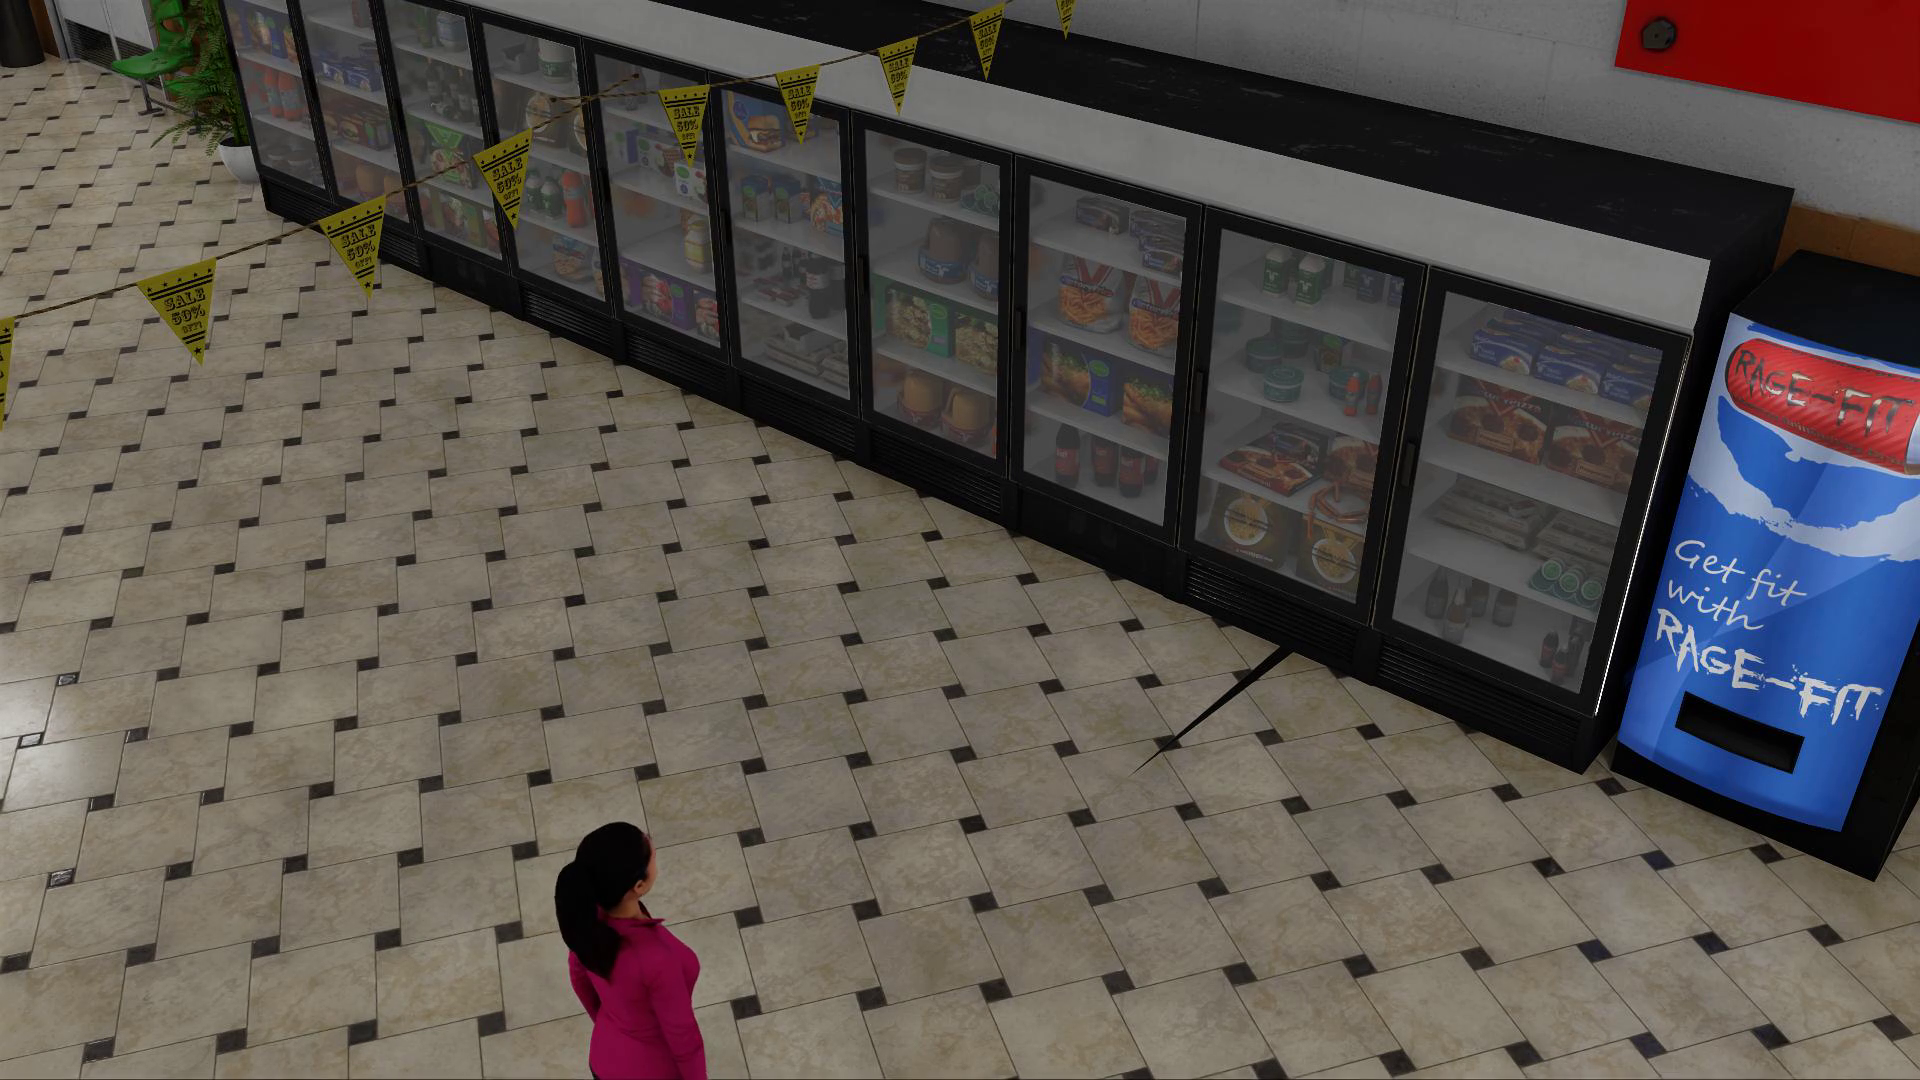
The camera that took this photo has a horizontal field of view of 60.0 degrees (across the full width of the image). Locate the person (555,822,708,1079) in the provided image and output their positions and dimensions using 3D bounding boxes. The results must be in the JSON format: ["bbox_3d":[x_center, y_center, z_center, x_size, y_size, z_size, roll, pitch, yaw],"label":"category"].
[{"bbox_3d":[-0.879,1.454,4.572,0.579,1.699,0.547,23,39,32],"label":"person"}]
